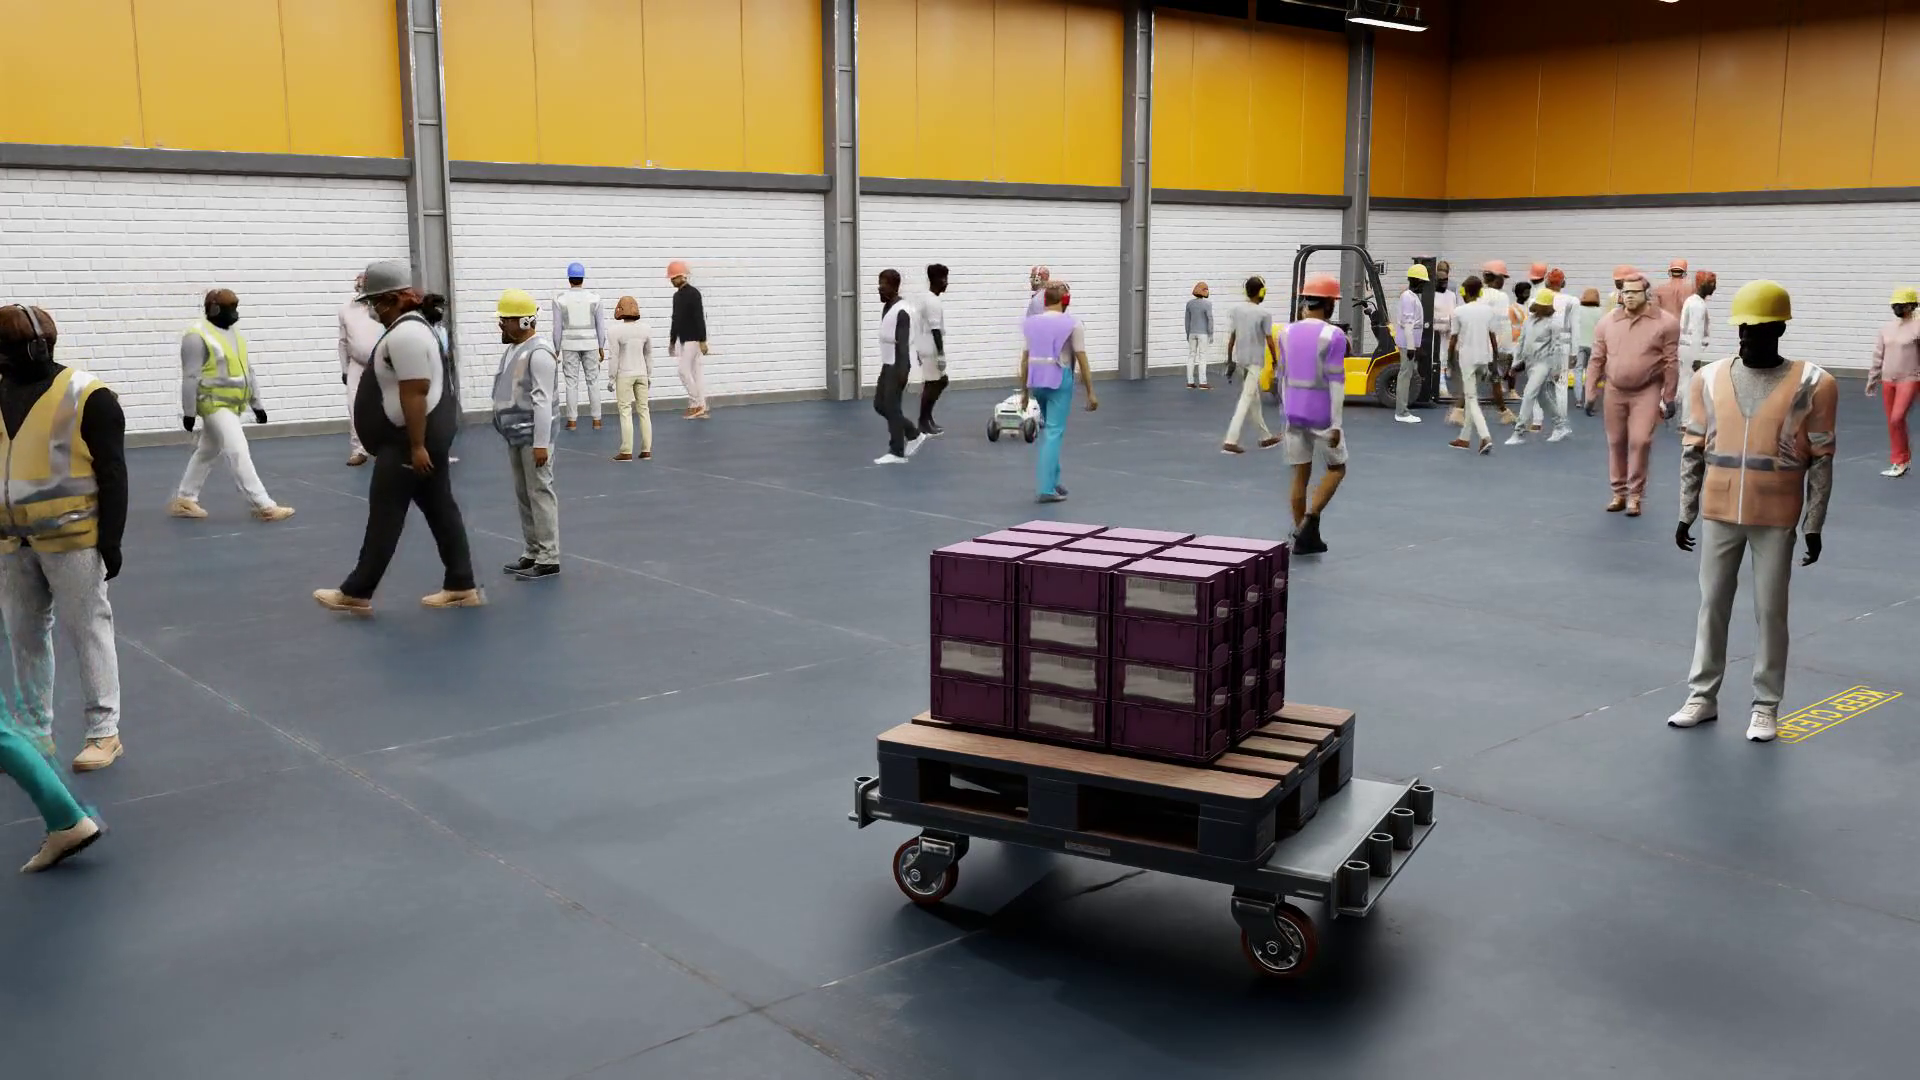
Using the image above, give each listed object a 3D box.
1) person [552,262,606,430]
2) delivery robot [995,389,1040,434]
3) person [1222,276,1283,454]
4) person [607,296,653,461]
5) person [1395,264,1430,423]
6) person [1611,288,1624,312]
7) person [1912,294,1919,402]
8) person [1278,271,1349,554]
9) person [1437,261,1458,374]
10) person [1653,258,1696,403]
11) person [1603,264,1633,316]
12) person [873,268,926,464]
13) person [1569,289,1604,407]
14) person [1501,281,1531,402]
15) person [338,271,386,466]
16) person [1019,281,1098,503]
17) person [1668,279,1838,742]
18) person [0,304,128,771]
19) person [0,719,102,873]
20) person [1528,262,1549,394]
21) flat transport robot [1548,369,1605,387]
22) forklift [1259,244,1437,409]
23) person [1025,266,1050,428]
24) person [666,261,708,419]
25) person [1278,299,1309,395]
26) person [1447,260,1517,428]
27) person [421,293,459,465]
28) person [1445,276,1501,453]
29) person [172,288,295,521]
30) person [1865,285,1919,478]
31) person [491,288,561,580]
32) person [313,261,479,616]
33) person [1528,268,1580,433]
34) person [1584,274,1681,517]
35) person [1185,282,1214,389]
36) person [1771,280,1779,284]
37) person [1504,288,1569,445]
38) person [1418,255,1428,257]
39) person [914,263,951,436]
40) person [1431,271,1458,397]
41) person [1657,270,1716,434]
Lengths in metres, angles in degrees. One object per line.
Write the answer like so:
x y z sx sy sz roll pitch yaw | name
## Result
-4.428 -2.244 19.349 0.603 1.949 0.389 -3 10 -19 | person
0.635 -1.413 18.279 0.477 0.478 0.707 3 10 18 | delivery robot
3.041 -1.806 17.163 0.973 1.815 0.545 -8 12 -38 | person
-3.262 -1.592 16.453 0.500 1.633 0.281 -9 13 -43 | person
5.508 -2.394 20.308 0.383 1.920 0.585 3 10 16 | person
8.287 -2.328 20.746 0.308 1.639 0.510 -5 11 -25 | person
13.415 -2.798 22.971 0.599 1.824 0.403 6 11 31 | person
2.391 -0.840 11.218 0.391 1.923 0.541 -9 13 -41 | person
8.309 -3.843 28.738 0.372 1.940 0.632 -8 13 -40 | person
9.890 -2.898 23.041 0.622 1.992 0.395 4 10 21 | person
8.624 -2.629 21.706 0.613 1.910 0.562 -5 11 -27 | person
-0.617 -1.689 16.224 0.470 1.902 0.619 -3 10 -18 | person
8.426 -2.584 22.383 0.513 1.587 0.849 4 10 22 | person
7.721 -2.775 23.228 0.541 1.677 0.512 -7 12 -36 | person
-5.701 -1.650 16.071 0.667 1.872 0.757 -1 10 -5 | person
0.832 -1.228 13.780 0.616 1.809 0.734 8 13 40 | person
3.305 -0.119 6.967 0.594 1.924 0.383 9 13 42 | person
-3.591 0.001 6.528 0.629 1.839 0.429 1 10 4 | person
-3.227 0.273 5.229 0.823 1.732 0.531 -3 10 -16 | person
8.189 -2.963 23.599 0.381 1.943 0.725 2 10 14 | person
9.596 -2.550 26.045 0.652 0.197 1.431 1 10 8 | flat transport robot
5.256 -2.933 22.661 2.313 2.155 1.214 3 10 16 | forklift
0.943 -2.265 19.597 0.401 1.906 0.651 3 10 17 | person
-3.394 -2.463 20.575 0.565 1.961 0.648 -6 11 -32 | person
3.352 -1.529 16.100 0.524 1.621 0.611 4 11 23 | person
6.236 -2.304 19.648 1.110 1.977 0.639 -3 10 -19 | person
-5.097 -1.539 16.028 0.699 1.660 0.549 2 10 10 | person
5.338 -1.810 17.172 0.532 1.829 0.837 -3 10 -18 | person
-5.656 -1.027 12.731 1.036 1.783 0.630 1 10 7 | person
8.564 -1.442 15.205 0.502 1.748 0.544 -4 11 -23 | person
-2.727 -0.660 10.456 0.404 1.824 0.586 -7 12 -36 | person
-3.231 -0.594 9.416 0.972 2.000 0.699 -2 10 -10 | person
6.756 -2.149 18.975 0.572 1.887 0.356 3 10 20 | person
5.206 -1.124 12.989 0.674 1.880 0.741 7 12 36 | person
3.661 -3.123 25.416 0.266 1.631 0.507 -9 13 -43 | person
8.553 -1.876 17.731 0.330 1.765 0.533 2 10 11 | person
6.296 -1.874 17.963 0.907 1.681 0.484 -4 10 -21 | person
7.167 -3.406 25.871 0.389 2.041 0.614 9 14 44 | person
-0.308 -2.133 18.717 0.432 1.942 0.646 -2 10 -9 | person
6.863 -2.923 23.807 0.627 1.822 0.853 -5 11 -26 | person
8.213 -2.114 18.800 0.529 1.869 0.593 3 10 18 | person
